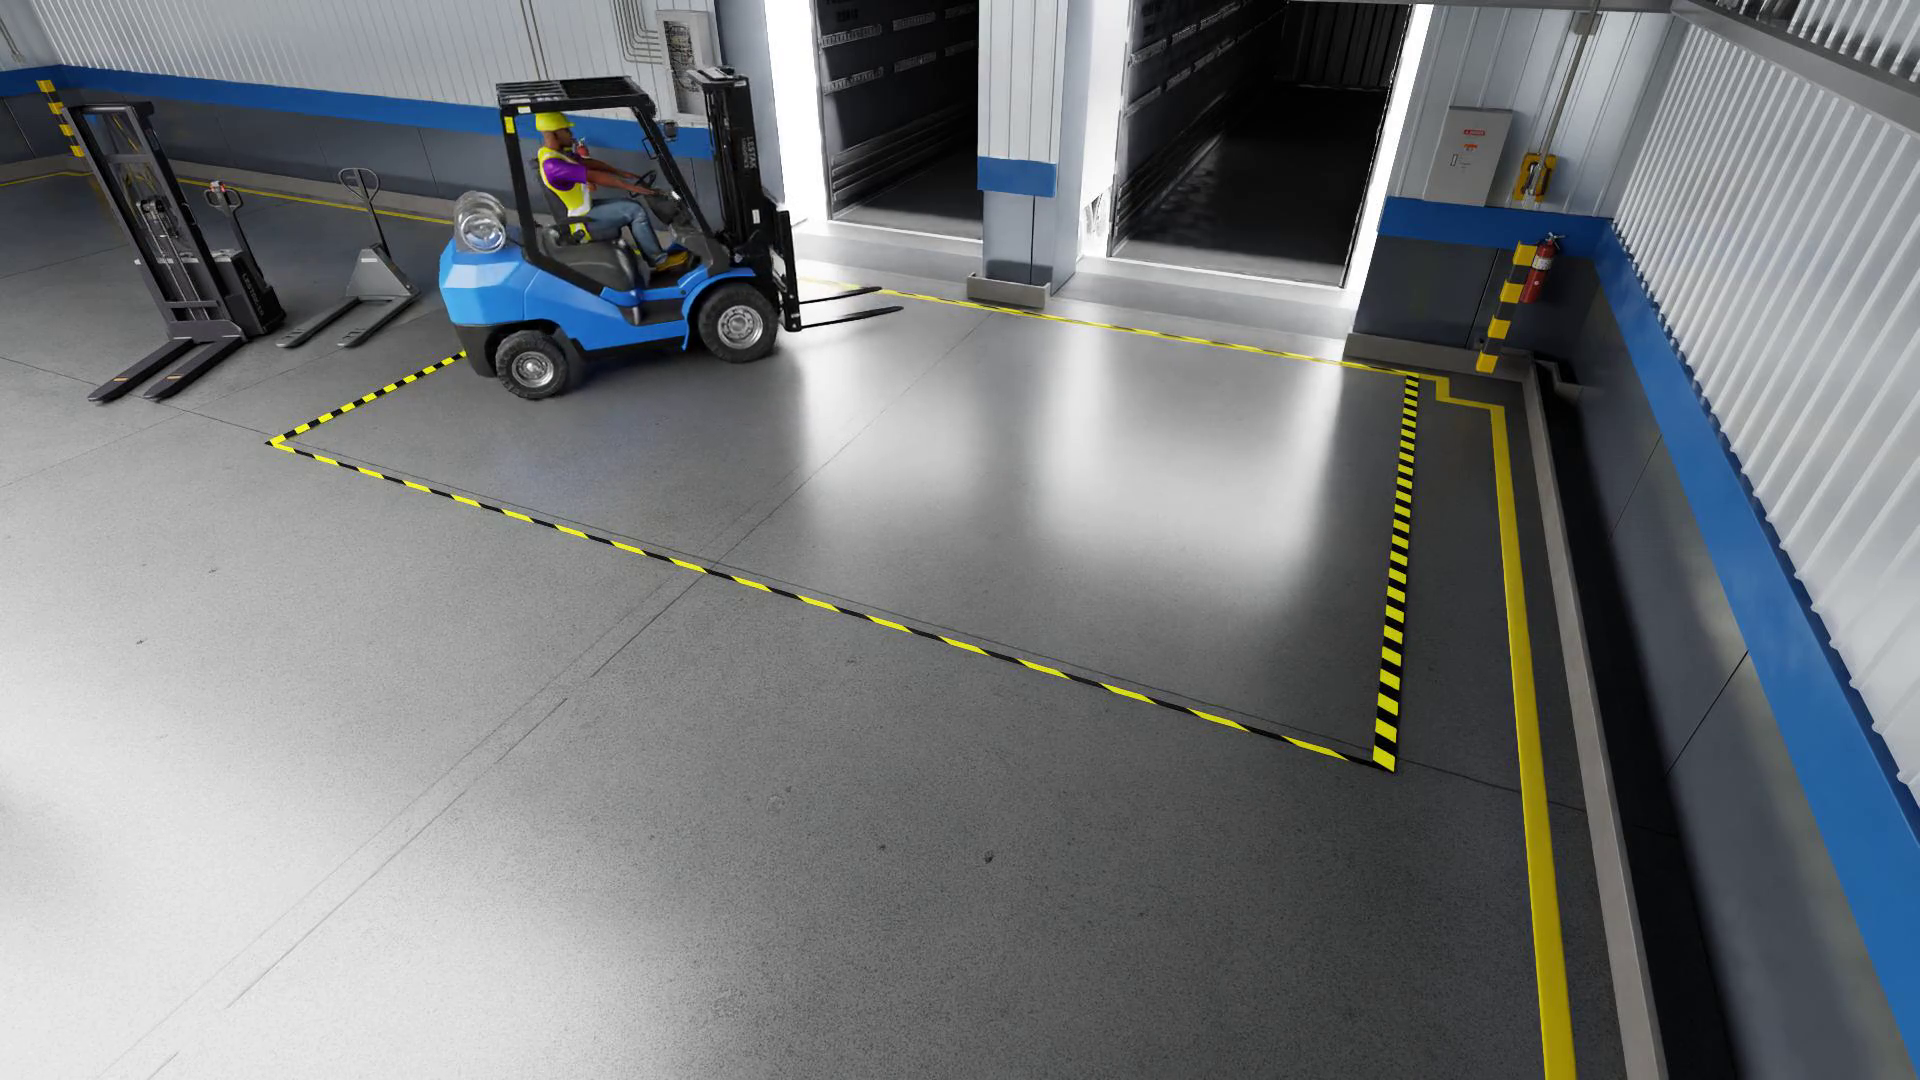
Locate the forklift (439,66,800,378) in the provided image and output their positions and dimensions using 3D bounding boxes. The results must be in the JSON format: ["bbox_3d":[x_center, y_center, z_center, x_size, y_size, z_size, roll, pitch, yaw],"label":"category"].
[{"bbox_3d":[-2.837,-2.620,7.457,2.680,2.036,1.157,-14,37,-19],"label":"forklift"}]

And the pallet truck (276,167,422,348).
[{"bbox_3d":[-5.732,-2.611,8.414,0.680,1.201,1.601,-1,35,-1],"label":"pallet truck"}]

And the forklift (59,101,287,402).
[{"bbox_3d":[-6.686,-2.387,7.434,0.823,1.965,1.885,-3,35,-5],"label":"forklift"}]

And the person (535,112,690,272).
[{"bbox_3d":[-2.779,-2.784,7.364,1.002,1.294,0.635,-14,37,-19],"label":"person"}]
